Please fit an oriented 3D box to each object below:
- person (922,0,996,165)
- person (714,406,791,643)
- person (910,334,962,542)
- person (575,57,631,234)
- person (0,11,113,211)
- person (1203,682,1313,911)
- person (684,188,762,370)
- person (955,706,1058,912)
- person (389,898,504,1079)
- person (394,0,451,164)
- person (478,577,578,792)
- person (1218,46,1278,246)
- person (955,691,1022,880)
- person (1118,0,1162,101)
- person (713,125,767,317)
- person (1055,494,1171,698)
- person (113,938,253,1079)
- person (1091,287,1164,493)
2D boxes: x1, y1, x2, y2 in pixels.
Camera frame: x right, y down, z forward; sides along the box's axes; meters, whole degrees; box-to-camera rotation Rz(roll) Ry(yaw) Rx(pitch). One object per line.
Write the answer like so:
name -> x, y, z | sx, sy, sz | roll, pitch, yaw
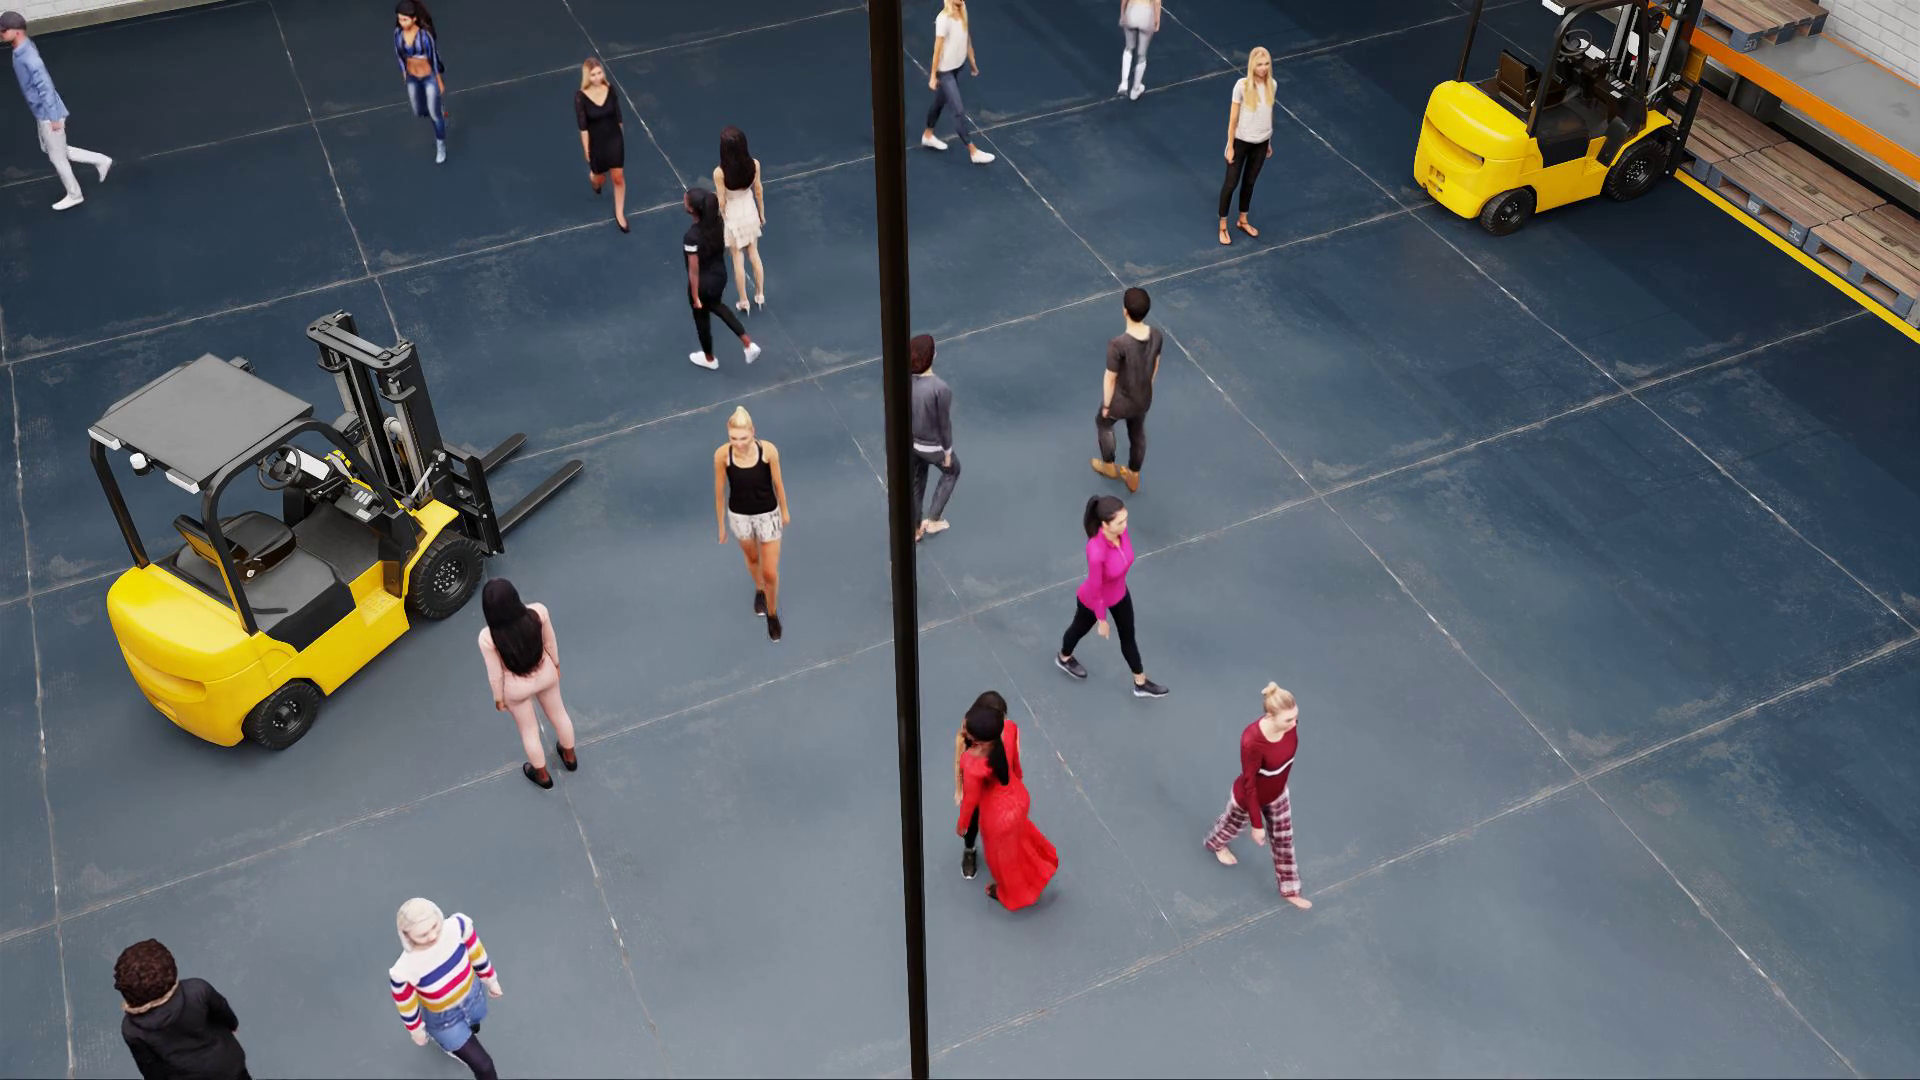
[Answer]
person -> -0.187, -4.423, 15.665 | 1.164, 1.768, 1.026 | 21, 47, 20
person -> -1.389, -0.229, 11.221 | 0.790, 1.825, 0.904 | -2, 44, -2
person -> -0.278, -0.639, 11.701 | 0.728, 1.757, 0.807 | 21, 48, 21
person -> -3.193, -3.554, 14.830 | 0.599, 1.660, 0.878 | -23, 48, -22
person -> -8.193, -3.915, 15.055 | 0.804, 1.874, 0.860 | -25, 49, -24
person -> 1.671, 1.405, 9.622 | 0.747, 1.664, 1.064 | -26, 49, -24
person -> -1.928, -2.029, 13.187 | 1.016, 1.719, 0.903 | 21, 48, 21
person -> 0.269, 1.529, 9.431 | 0.939, 1.758, 0.913 | 33, 53, 30
person -> -2.653, 2.349, 8.552 | 1.237, 1.773, 1.023 | 25, 49, 24
person -> -5.042, -4.382, 15.736 | 0.821, 1.610, 0.901 | 5, 44, 6
person -> -2.626, 0.873, 10.140 | 0.666, 1.720, 0.617 | -30, 51, -28
person -> 2.527, -3.488, 14.640 | 0.602, 1.826, 0.521 | -16, 46, -17
person -> 0.165, 1.395, 9.653 | 0.612, 1.637, 0.632 | -3, 44, -3
person -> 1.743, -5.099, 16.432 | 0.783, 1.688, 0.837 | 17, 46, 17
person -> -1.824, -2.643, 13.820 | 0.601, 1.735, 0.541 | -22, 48, -21
person -> 0.839, 0.332, 10.756 | 1.145, 1.665, 0.932 | 27, 50, 25
person -> -3.756, 2.615, 8.291 | 0.808, 1.748, 1.080 | -31, 51, -28
person -> 1.265, -1.033, 12.156 | 0.636, 1.699, 0.650 | -16, 46, -17
